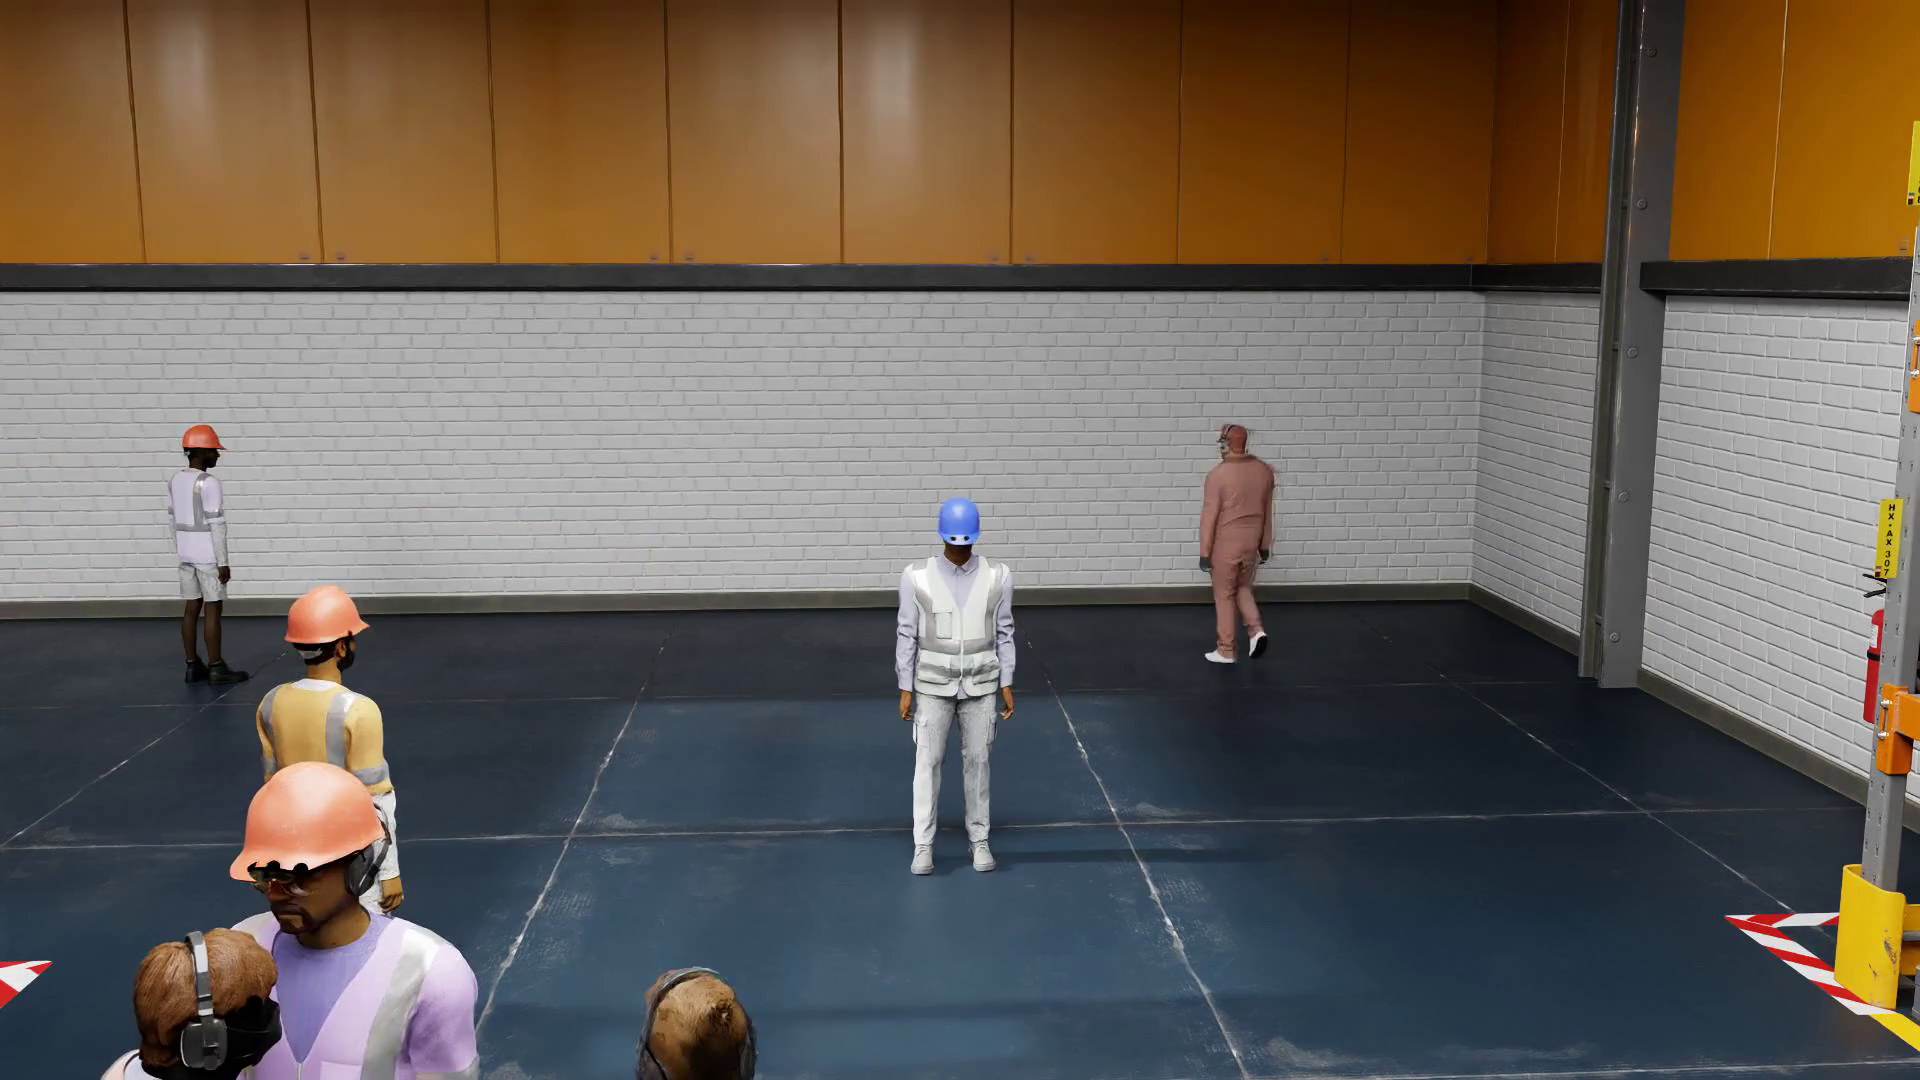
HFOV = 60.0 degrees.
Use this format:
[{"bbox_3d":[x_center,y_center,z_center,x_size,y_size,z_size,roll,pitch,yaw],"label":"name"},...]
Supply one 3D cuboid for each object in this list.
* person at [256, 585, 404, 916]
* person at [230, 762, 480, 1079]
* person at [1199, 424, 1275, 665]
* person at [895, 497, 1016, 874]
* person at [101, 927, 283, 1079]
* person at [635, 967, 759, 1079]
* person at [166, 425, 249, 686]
[{"bbox_3d":[-2.232,1.122,5.985,0.543,1.942,0.349,4,10,23],"label":"person"},{"bbox_3d":[-1.313,1.461,3.536,0.608,2.044,0.378,2,9,13],"label":"person"},{"bbox_3d":[2.126,0.041,12.910,0.672,1.892,0.454,-6,11,-31],"label":"person"},{"bbox_3d":[-0.017,0.736,8.422,0.615,1.934,0.414,-1,9,-8],"label":"person"},{"bbox_3d":[-1.383,1.622,3.157,0.429,1.842,0.636,-8,12,-40],"label":"person"},{"bbox_3d":[-0.465,1.662,3.069,0.507,1.802,0.966,-5,10,-29],"label":"person"},{"bbox_3d":[-5.599,0.114,12.336,0.547,1.934,0.376,5,10,30],"label":"person"}]
